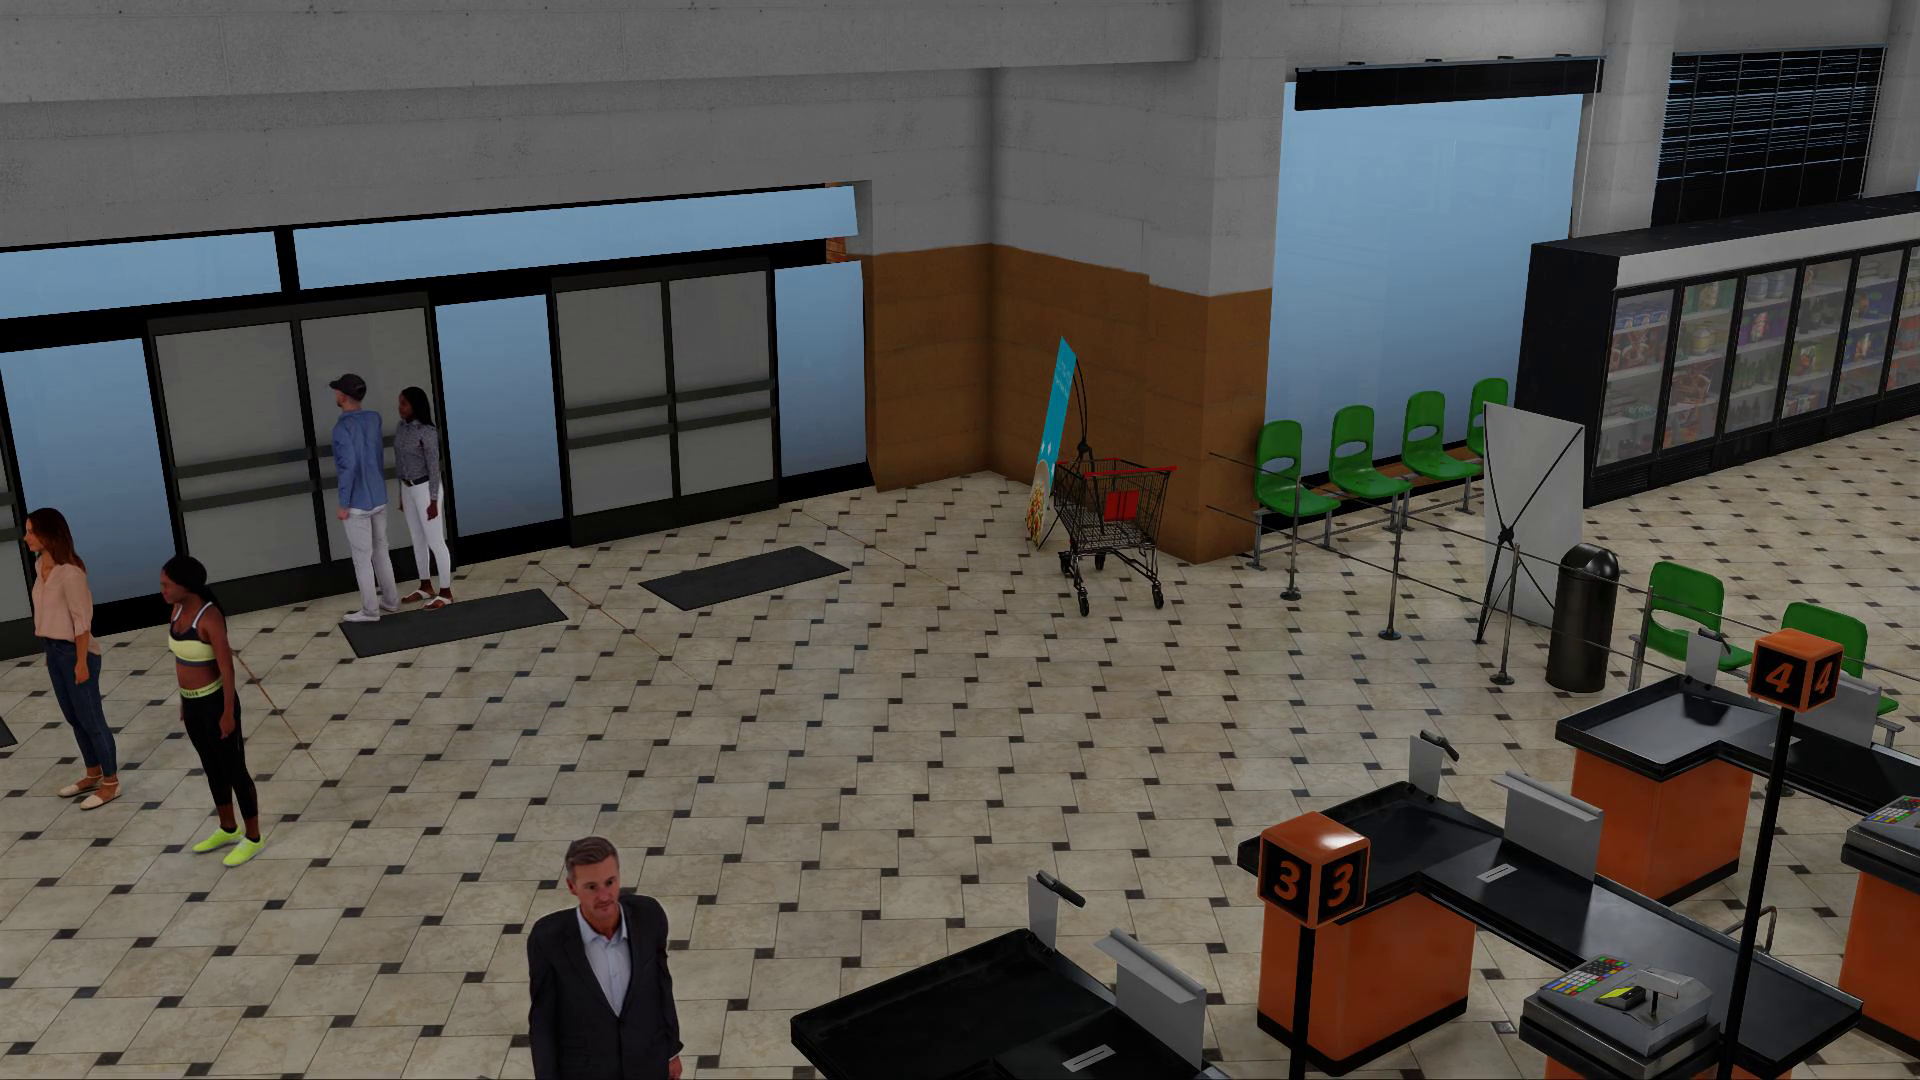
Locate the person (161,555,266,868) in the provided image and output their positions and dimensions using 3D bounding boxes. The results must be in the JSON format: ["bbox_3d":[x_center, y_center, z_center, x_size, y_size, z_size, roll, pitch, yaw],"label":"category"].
[{"bbox_3d":[-4.011,0.899,8.932,0.558,1.754,0.692,12,22,32],"label":"person"}]

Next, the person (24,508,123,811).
[{"bbox_3d":[-5.099,0.666,9.561,0.560,1.792,0.707,14,23,35],"label":"person"}]

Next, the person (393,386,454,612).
[{"bbox_3d":[-4.082,-0.328,12.617,0.550,1.724,0.706,14,23,36],"label":"person"}]

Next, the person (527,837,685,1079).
[{"bbox_3d":[-1.243,1.872,5.907,0.706,1.842,0.586,-12,22,-31],"label":"person"}]

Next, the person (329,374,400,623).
[{"bbox_3d":[-4.425,-0.315,12.322,0.775,1.887,0.743,6,19,17],"label":"person"}]
